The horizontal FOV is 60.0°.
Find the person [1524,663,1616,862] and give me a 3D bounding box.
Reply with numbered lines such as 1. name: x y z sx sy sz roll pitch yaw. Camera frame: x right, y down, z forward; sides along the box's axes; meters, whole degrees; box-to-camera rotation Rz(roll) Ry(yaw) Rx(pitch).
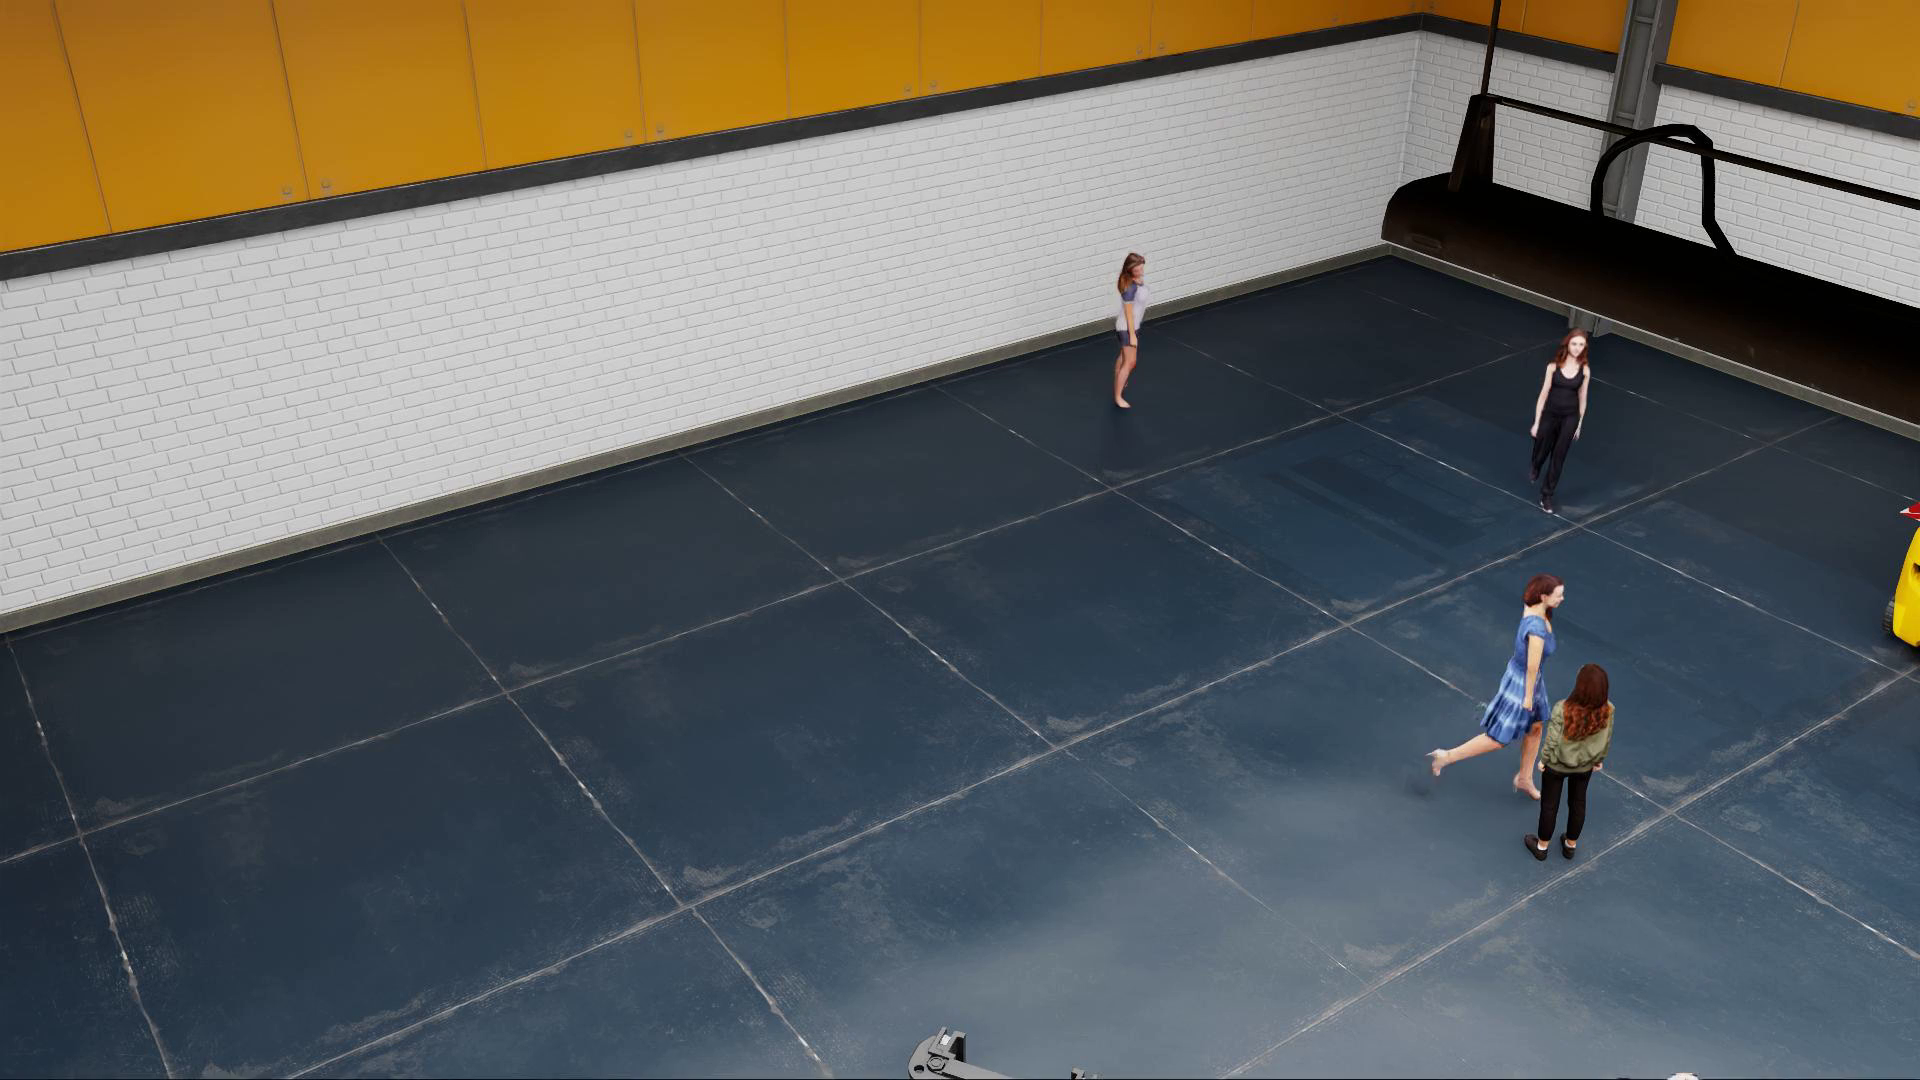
1. person: 3.932 1.422 10.701 0.663 1.476 0.679 -1 29 -2

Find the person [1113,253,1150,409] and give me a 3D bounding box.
1. person: 1.707 -2.199 17.116 0.871 1.692 0.832 1 29 3

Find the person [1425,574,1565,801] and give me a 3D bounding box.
1. person: 3.667 1.020 11.127 1.164 1.775 1.060 8 30 14

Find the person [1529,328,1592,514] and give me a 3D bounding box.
1. person: 5.424 -1.131 15.111 0.902 1.736 0.957 5 29 10
